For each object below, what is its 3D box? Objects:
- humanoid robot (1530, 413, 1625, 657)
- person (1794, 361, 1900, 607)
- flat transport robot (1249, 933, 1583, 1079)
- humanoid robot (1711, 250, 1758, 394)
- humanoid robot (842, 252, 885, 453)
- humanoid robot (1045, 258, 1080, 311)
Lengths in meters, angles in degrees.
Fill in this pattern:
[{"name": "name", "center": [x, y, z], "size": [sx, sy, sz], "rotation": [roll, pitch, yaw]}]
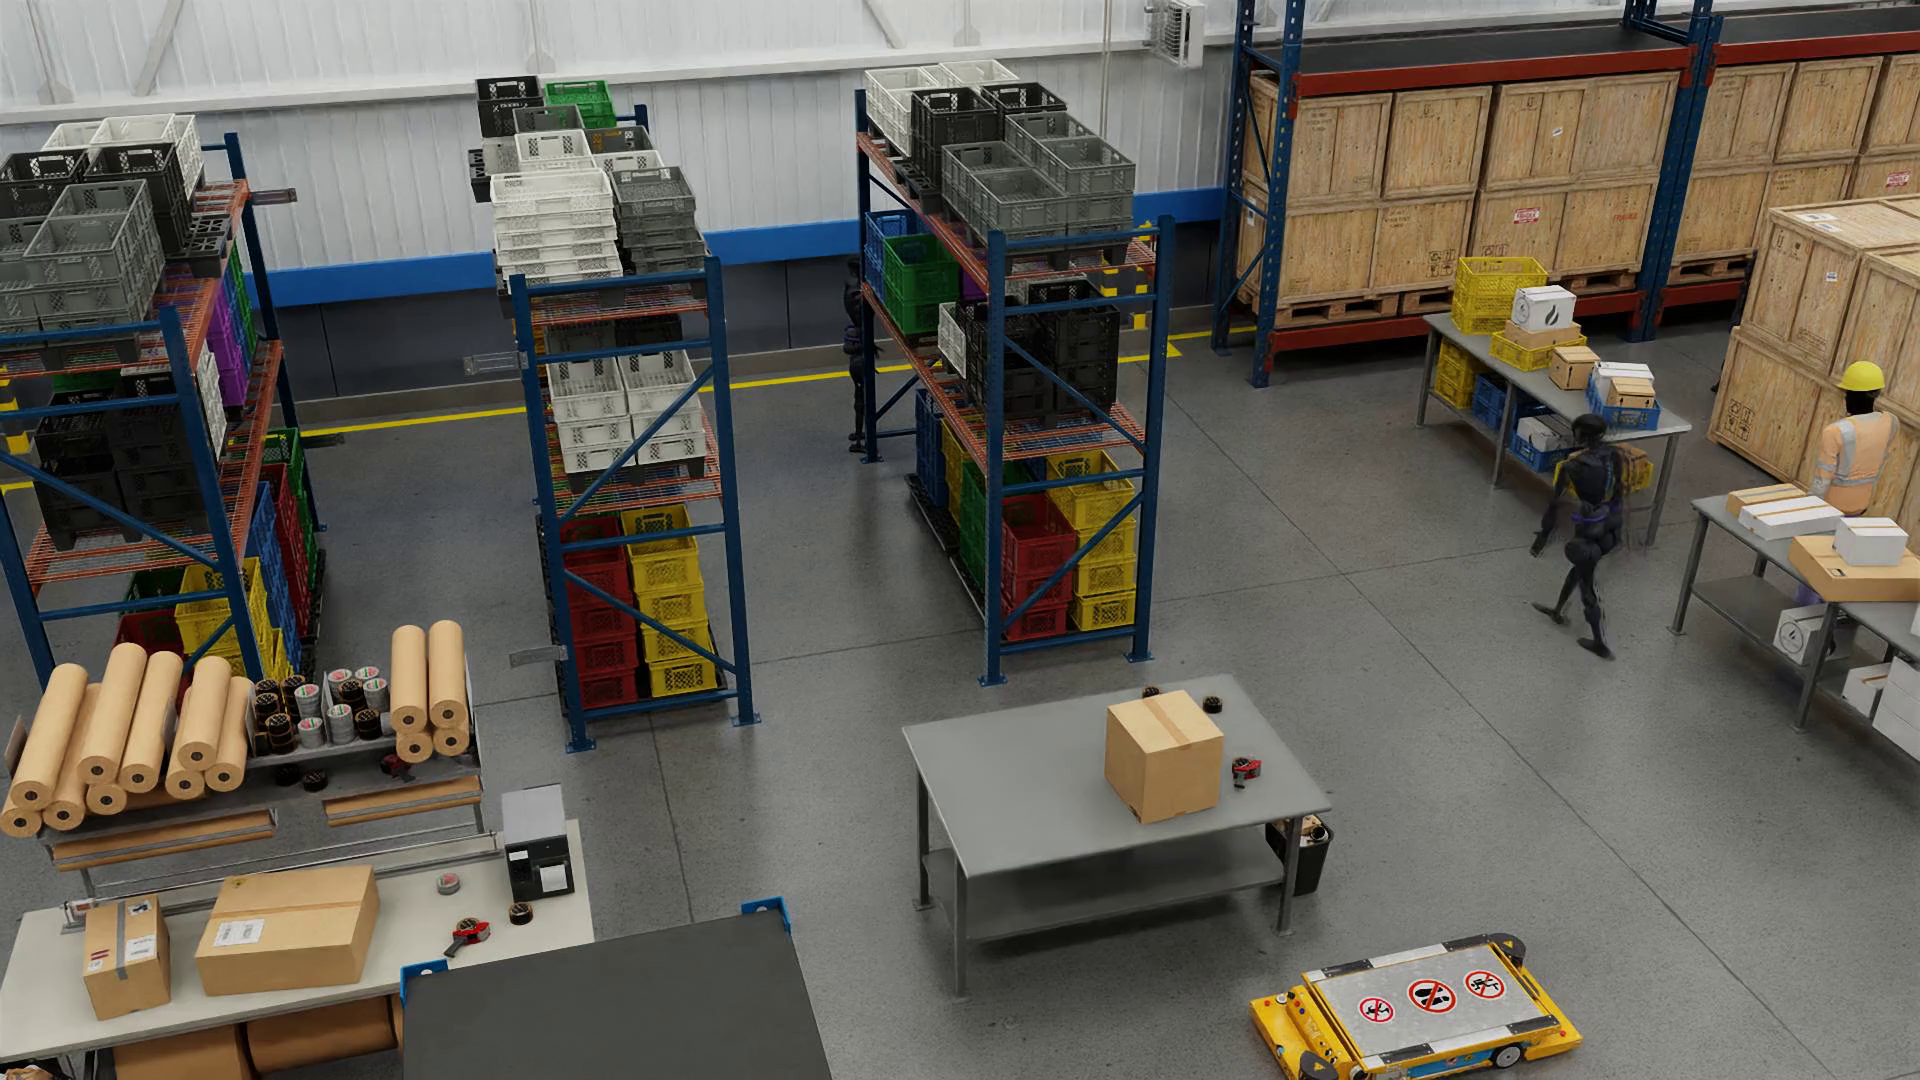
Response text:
[{"name": "humanoid robot", "center": [4.096, -0.055, 10.834], "size": [0.589, 1.622, 0.706], "rotation": [-20, 34, -32]}, {"name": "person", "center": [5.752, -0.264, 10.928], "size": [0.584, 1.919, 0.370], "rotation": [-11, 31, -19]}, {"name": "flat transport robot", "center": [2.184, 2.282, 7.980], "size": [1.431, 0.197, 0.652], "rotation": [-8, 30, -14]}, {"name": "humanoid robot", "center": [6.909, -1.992, 14.330], "size": [0.599, 1.648, 0.362], "rotation": [-5, 29, -9]}, {"name": "humanoid robot", "center": [-0.774, -1.525, 13.461], "size": [0.330, 1.657, 0.586], "rotation": [-1, 29, -1]}, {"name": "humanoid robot", "center": [0.750, -1.944, 14.221], "size": [0.592, 1.657, 0.326], "rotation": [3, 29, 6]}]
